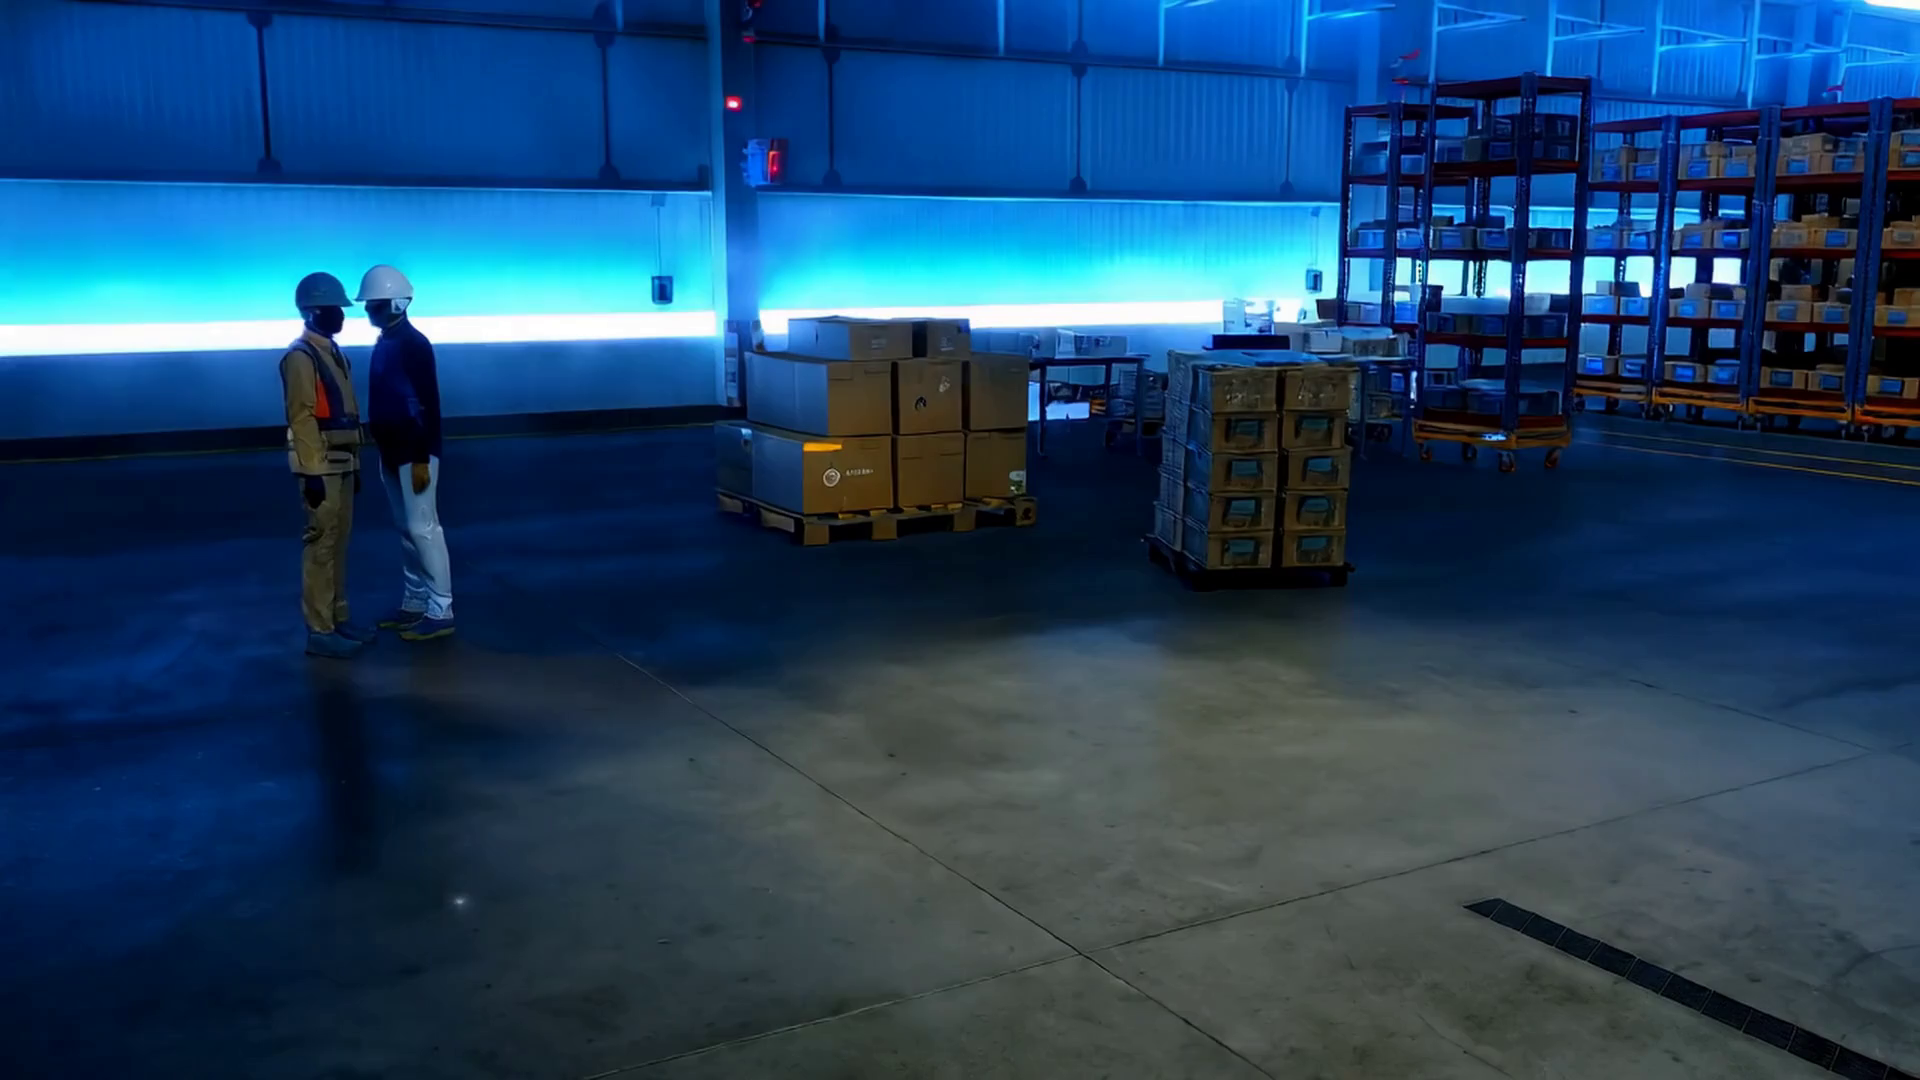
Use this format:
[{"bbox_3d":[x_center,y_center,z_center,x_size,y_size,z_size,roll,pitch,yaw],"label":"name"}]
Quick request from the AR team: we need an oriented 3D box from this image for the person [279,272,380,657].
[{"bbox_3d":[-3.233,-0.387,8.502,0.390,1.946,0.614,-1,10,-4],"label":"person"}]

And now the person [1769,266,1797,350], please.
[{"bbox_3d":[12.866,-3.400,25.970,0.888,1.811,0.568,-5,11,-24],"label":"person"}]

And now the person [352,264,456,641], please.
[{"bbox_3d":[-2.966,-0.460,8.832,0.414,1.985,0.610,-8,13,-38],"label":"person"}]
